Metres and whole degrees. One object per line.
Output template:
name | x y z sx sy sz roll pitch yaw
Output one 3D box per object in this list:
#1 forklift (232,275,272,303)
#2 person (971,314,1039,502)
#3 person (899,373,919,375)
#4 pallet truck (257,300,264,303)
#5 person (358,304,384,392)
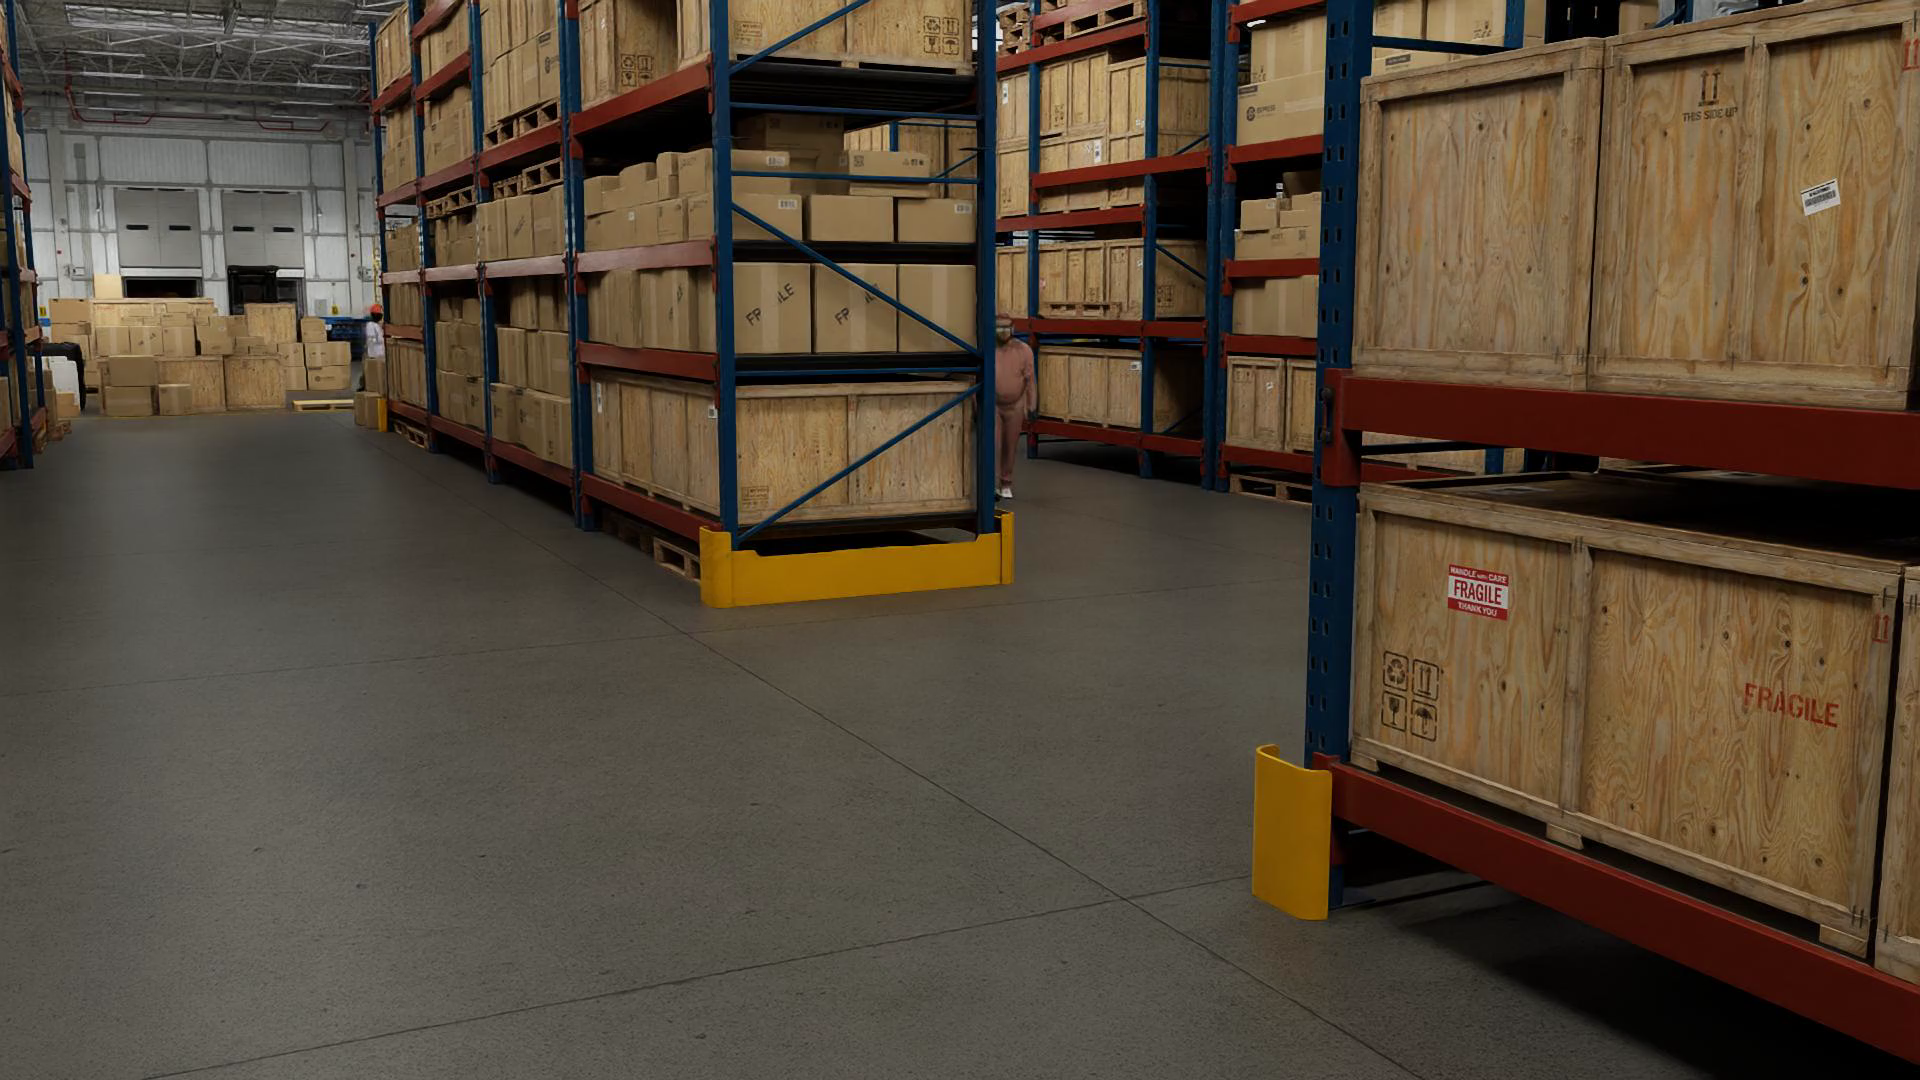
forklift | -17.112 -5.252 40.304 1.129 2.768 1.873 -4 9 -26
person | 0.450 -1.301 16.526 0.658 1.860 0.954 -1 8 -7
person | -0.583 -1.070 15.529 0.535 1.697 0.318 5 9 29
pallet truck | -23.913 -7.404 58.171 1.885 1.965 0.823 -1 8 -9
person | -11.317 -3.600 32.184 0.524 1.927 0.560 1 8 4
